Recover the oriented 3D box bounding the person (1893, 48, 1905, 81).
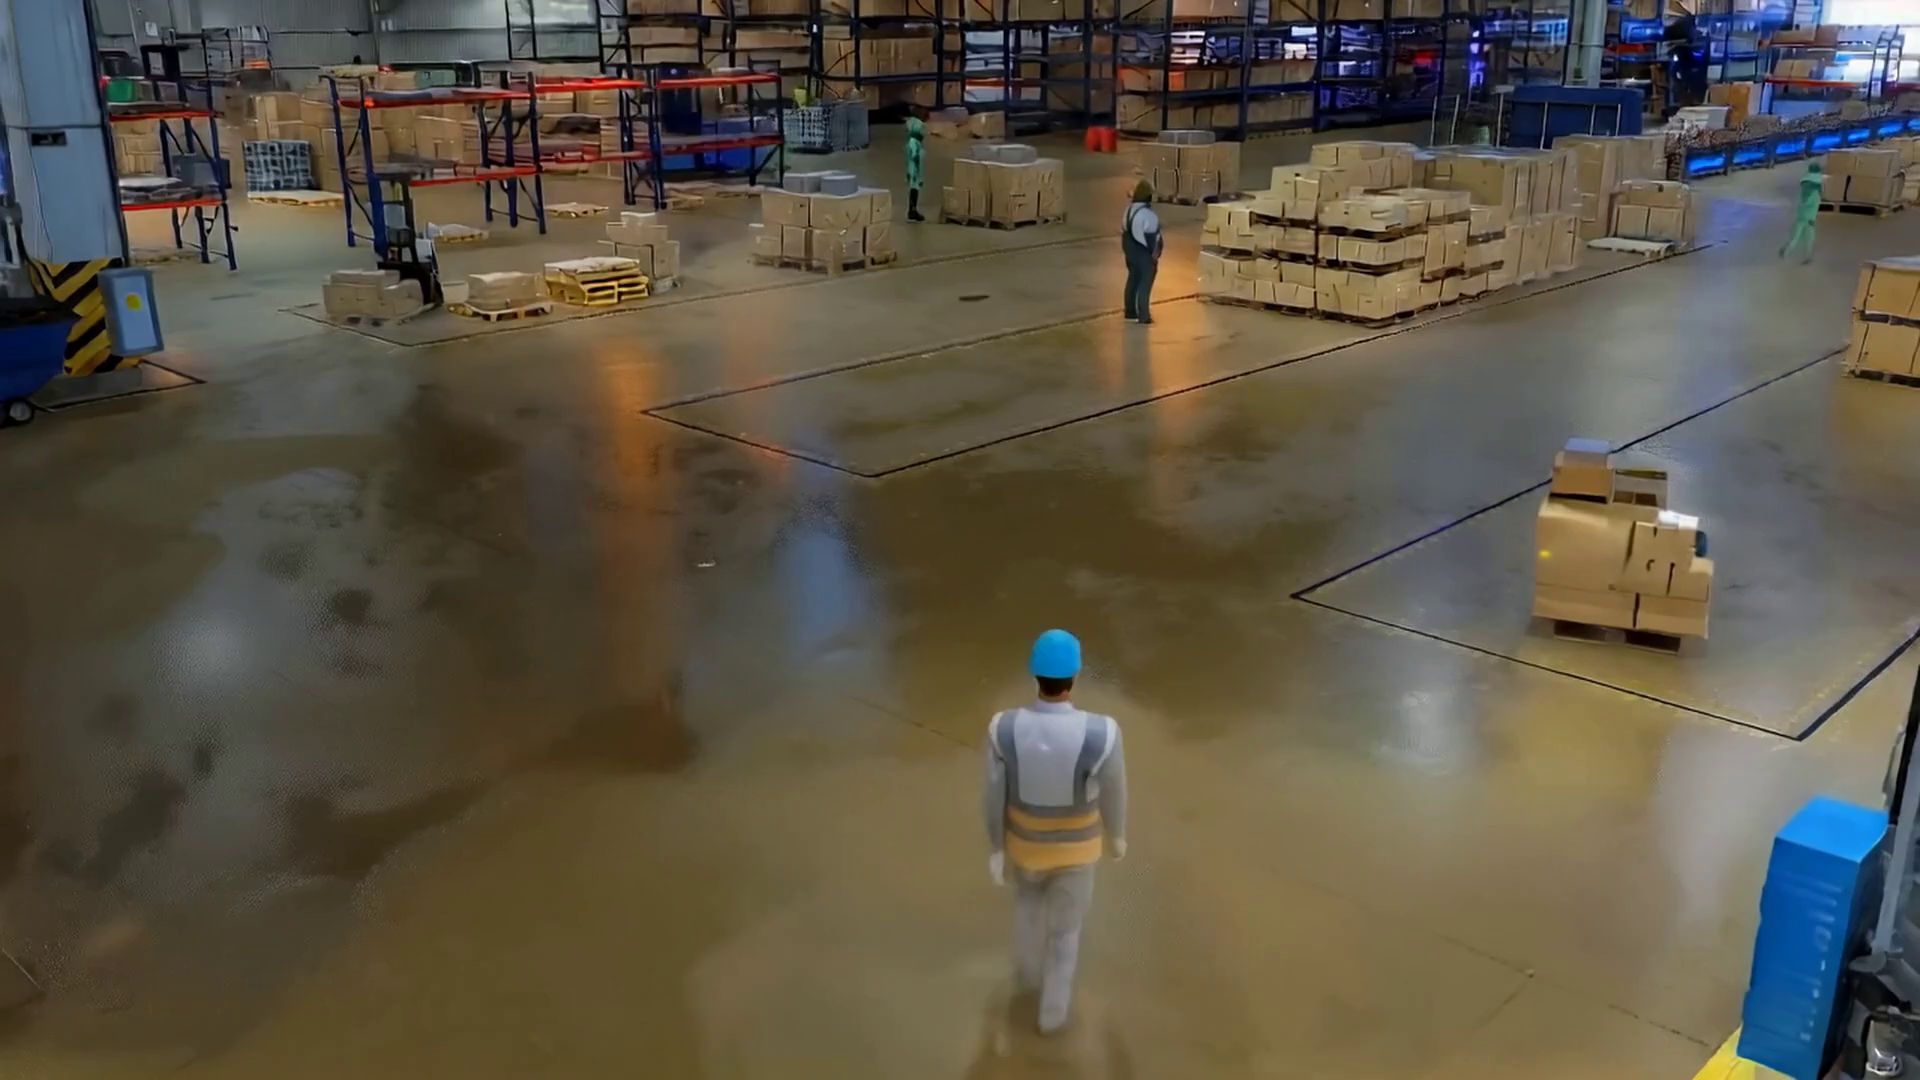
[{"bbox_3d":[45.414,-22.863,80.425,0.324,1.752,0.562,4,19,11],"label":"person"}]

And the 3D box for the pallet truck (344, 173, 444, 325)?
[{"bbox_3d":[-8.209,-4.181,23.757,0.823,1.965,1.885,3,19,9],"label":"pallet truck"}]

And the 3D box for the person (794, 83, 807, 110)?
[{"bbox_3d":[-5.181,-14.102,54.274,0.515,1.593,0.860,-10,21,-28],"label":"person"}]

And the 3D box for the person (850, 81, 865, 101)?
[{"bbox_3d":[-3.267,-13.849,53.356,0.536,1.697,0.318,10,21,28],"label":"person"}]

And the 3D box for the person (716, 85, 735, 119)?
[{"bbox_3d":[-7.653,-14.170,54.062,1.006,1.869,0.592,10,21,29],"label":"person"}]

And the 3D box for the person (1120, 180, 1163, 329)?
[{"bbox_3d":[2.549,-3.958,23.018,0.539,2.000,0.688,-10,21,-29],"label":"person"}]

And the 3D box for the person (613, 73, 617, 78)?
[{"bbox_3d":[-11.024,-14.060,53.613,0.627,1.940,0.372,3,19,9],"label":"person"}]

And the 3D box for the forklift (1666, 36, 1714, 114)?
[{"bbox_3d":[27.341,-17.291,61.877,1.129,2.768,1.873,17,25,41],"label":"forklift"}]

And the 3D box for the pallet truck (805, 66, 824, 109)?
[{"bbox_3d":[-4.812,-15.182,56.903,0.823,1.965,1.885,-9,21,-26],"label":"pallet truck"}]

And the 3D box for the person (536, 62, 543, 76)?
[{"bbox_3d":[-15.784,-16.849,62.048,0.598,1.917,0.567,14,23,37],"label":"person"}]

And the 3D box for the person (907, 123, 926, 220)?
[{"bbox_3d":[-0.899,-7.519,33.923,0.369,1.929,0.542,-4,19,-12],"label":"person"}]

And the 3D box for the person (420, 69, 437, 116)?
[{"bbox_3d":[-17.972,-15.053,56.645,0.864,1.904,0.651,12,22,31],"label":"person"}]

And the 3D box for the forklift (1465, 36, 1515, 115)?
[{"bbox_3d":[19.973,-17.201,61.605,1.873,2.768,1.129,16,24,40],"label":"forklift"}]

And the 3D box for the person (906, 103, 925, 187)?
[{"bbox_3d":[-1.063,-9.378,39.488,0.371,1.958,0.598,-12,22,-33],"label":"person"}]

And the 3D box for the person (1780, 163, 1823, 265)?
[{"bbox_3d":[14.317,-5.509,28.172,0.602,1.728,0.494,-9,20,-26],"label":"person"}]

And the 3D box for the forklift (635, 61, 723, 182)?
[{"bbox_3d":[-6.952,-10.270,40.722,1.129,2.768,1.873,17,25,41],"label":"forklift"}]

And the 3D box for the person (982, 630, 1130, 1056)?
[{"bbox_3d":[0.446,1.291,7.392,0.617,1.921,0.748,5,19,15],"label":"person"}]

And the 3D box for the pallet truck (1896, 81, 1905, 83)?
[{"bbox_3d":[34.802,-16.331,61.455,0.653,1.274,1.630,17,25,41],"label":"pallet truck"}]

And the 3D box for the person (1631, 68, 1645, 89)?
[{"bbox_3d":[22.494,-14.619,55.168,0.647,2.016,0.793,-16,24,-40],"label":"person"}]

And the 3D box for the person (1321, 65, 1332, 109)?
[{"bbox_3d":[13.825,-16.945,62.578,0.533,1.767,0.326,13,22,34],"label":"person"}]

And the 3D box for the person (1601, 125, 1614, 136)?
[{"bbox_3d":[14.447,-8.515,37.394,0.506,1.619,0.521,14,23,37],"label":"person"}]

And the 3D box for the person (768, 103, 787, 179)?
[{"bbox_3d":[-4.554,-9.894,41.214,0.499,1.867,0.585,-17,25,-41],"label":"person"}]

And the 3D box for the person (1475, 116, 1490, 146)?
[{"bbox_3d":[12.599,-9.480,40.345,0.521,1.604,0.851,-16,24,-40],"label":"person"}]

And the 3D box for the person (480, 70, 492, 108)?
[{"bbox_3d":[-15.478,-14.477,54.820,0.904,1.961,0.653,9,20,25],"label":"person"}]

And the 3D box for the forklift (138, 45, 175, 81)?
[{"bbox_3d":[-25.348,-14.259,52.741,1.129,2.768,1.873,3,19,10],"label":"forklift"}]

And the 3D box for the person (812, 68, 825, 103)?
[{"bbox_3d":[-5.148,-16.450,60.968,0.429,1.843,0.631,13,22,33],"label":"person"}]
